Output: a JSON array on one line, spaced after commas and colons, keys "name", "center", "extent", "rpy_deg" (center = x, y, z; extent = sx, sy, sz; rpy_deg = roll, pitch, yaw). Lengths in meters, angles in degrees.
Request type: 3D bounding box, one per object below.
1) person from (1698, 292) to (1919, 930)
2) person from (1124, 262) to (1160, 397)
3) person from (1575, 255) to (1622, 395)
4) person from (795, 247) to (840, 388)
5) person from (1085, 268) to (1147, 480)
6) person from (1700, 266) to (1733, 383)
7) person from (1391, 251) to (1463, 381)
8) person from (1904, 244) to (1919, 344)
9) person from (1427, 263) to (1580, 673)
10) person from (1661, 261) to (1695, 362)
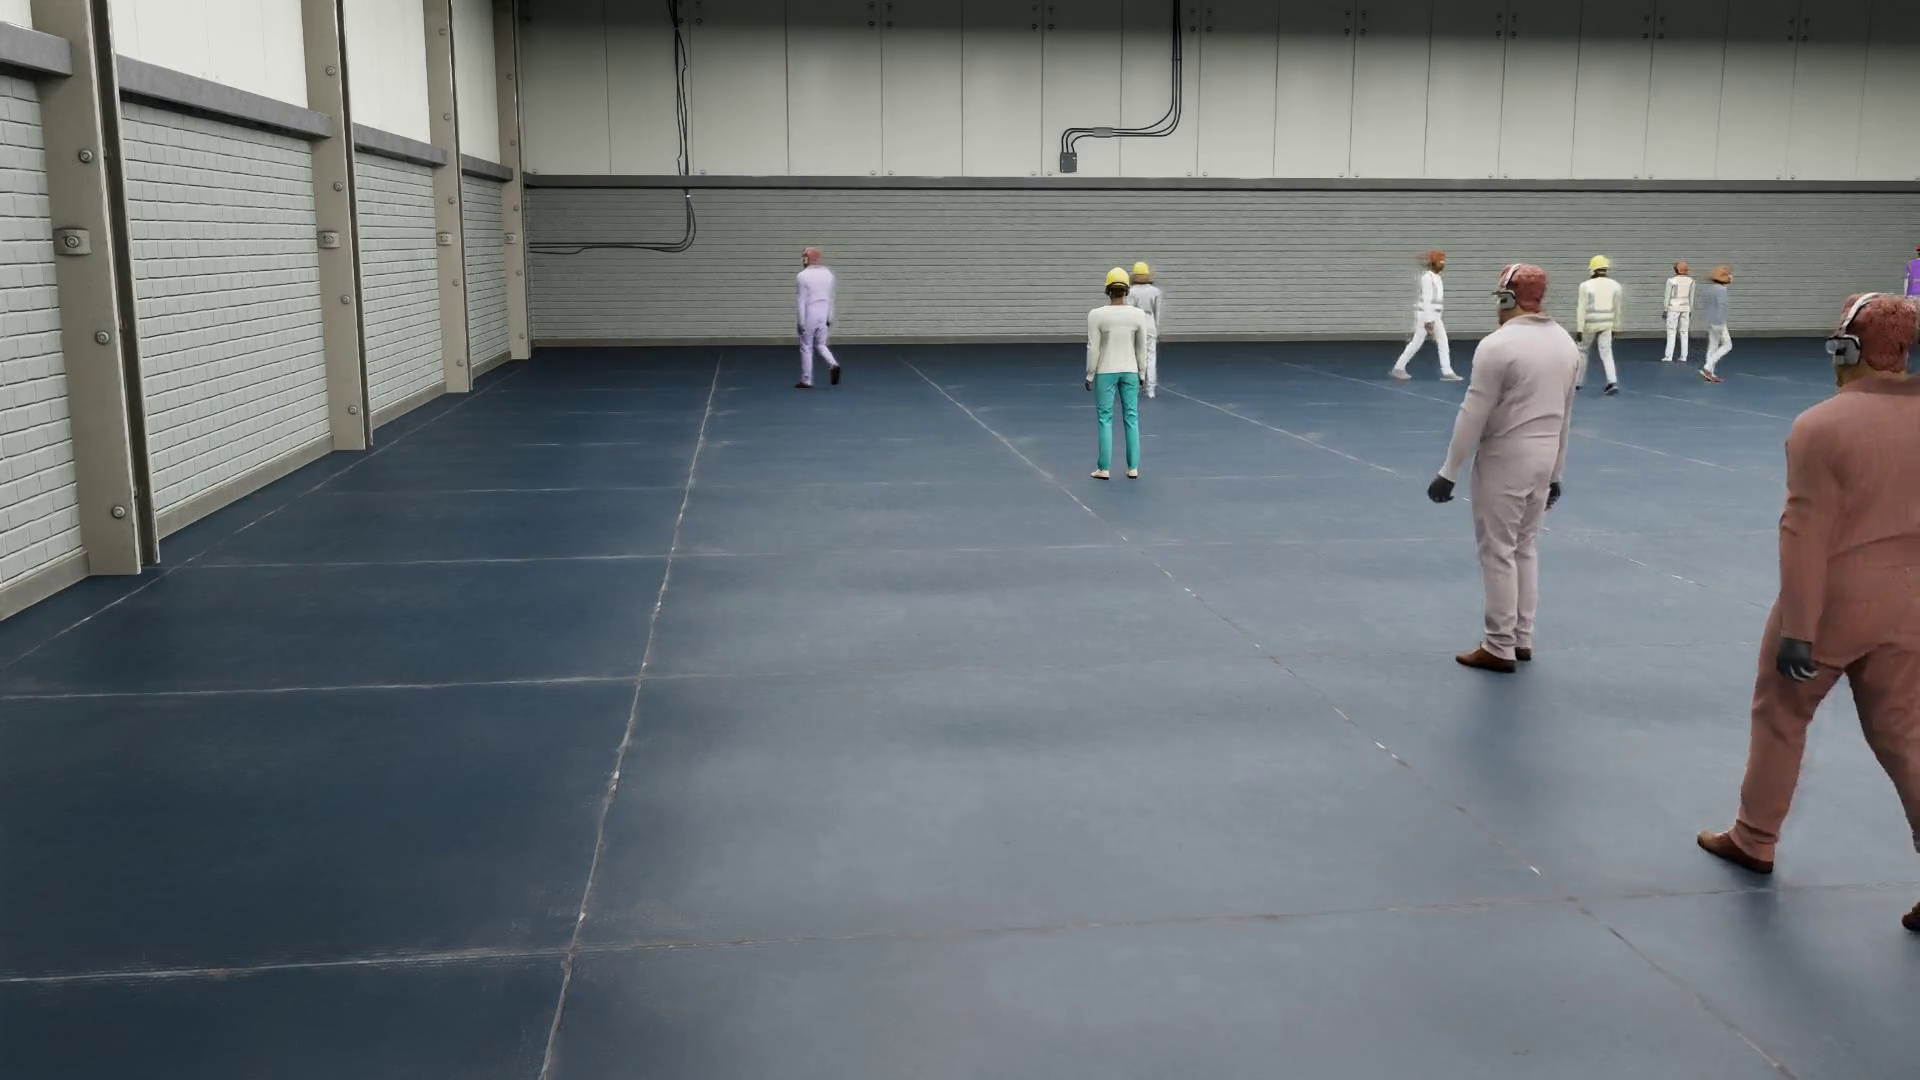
[{"name": "person", "center": [2.713, 0.199, 4.967], "extent": [0.656, 1.869, 0.958], "rpy_deg": [-3, 11, -15]}, {"name": "person", "center": [2.312, -2.681, 21.227], "extent": [0.492, 1.694, 0.912], "rpy_deg": [-2, 10, -9]}, {"name": "person", "center": [8.237, -2.766, 21.441], "extent": [0.610, 1.794, 0.922], "rpy_deg": [-1, 10, -7]}, {"name": "person", "center": [-1.938, -2.956, 22.176], "extent": [0.620, 1.893, 0.659], "rpy_deg": [10, 14, 42]}, {"name": "person", "center": [1.302, -1.386, 13.927], "extent": [0.534, 1.767, 0.319], "rpy_deg": [-2, 11, -12]}, {"name": "person", "center": [10.532, -2.982, 23.045], "extent": [0.341, 1.618, 0.528], "rpy_deg": [2, 10, 10]}, {"name": "person", "center": [6.599, -3.161, 23.489], "extent": [0.992, 1.837, 0.580], "rpy_deg": [7, 13, 35]}, {"name": "person", "center": [18.246, -4.698, 31.628], "extent": [0.376, 1.931, 0.542], "rpy_deg": [-9, 13, -39]}, {"name": "person", "center": [2.554, -0.334, 7.777], "extent": [0.678, 1.905, 0.416], "rpy_deg": [-7, 13, -36]}, {"name": "person", "center": [11.665, -3.704, 27.009], "extent": [0.509, 1.629, 0.315], "rpy_deg": [-2, 10, -10]}]
